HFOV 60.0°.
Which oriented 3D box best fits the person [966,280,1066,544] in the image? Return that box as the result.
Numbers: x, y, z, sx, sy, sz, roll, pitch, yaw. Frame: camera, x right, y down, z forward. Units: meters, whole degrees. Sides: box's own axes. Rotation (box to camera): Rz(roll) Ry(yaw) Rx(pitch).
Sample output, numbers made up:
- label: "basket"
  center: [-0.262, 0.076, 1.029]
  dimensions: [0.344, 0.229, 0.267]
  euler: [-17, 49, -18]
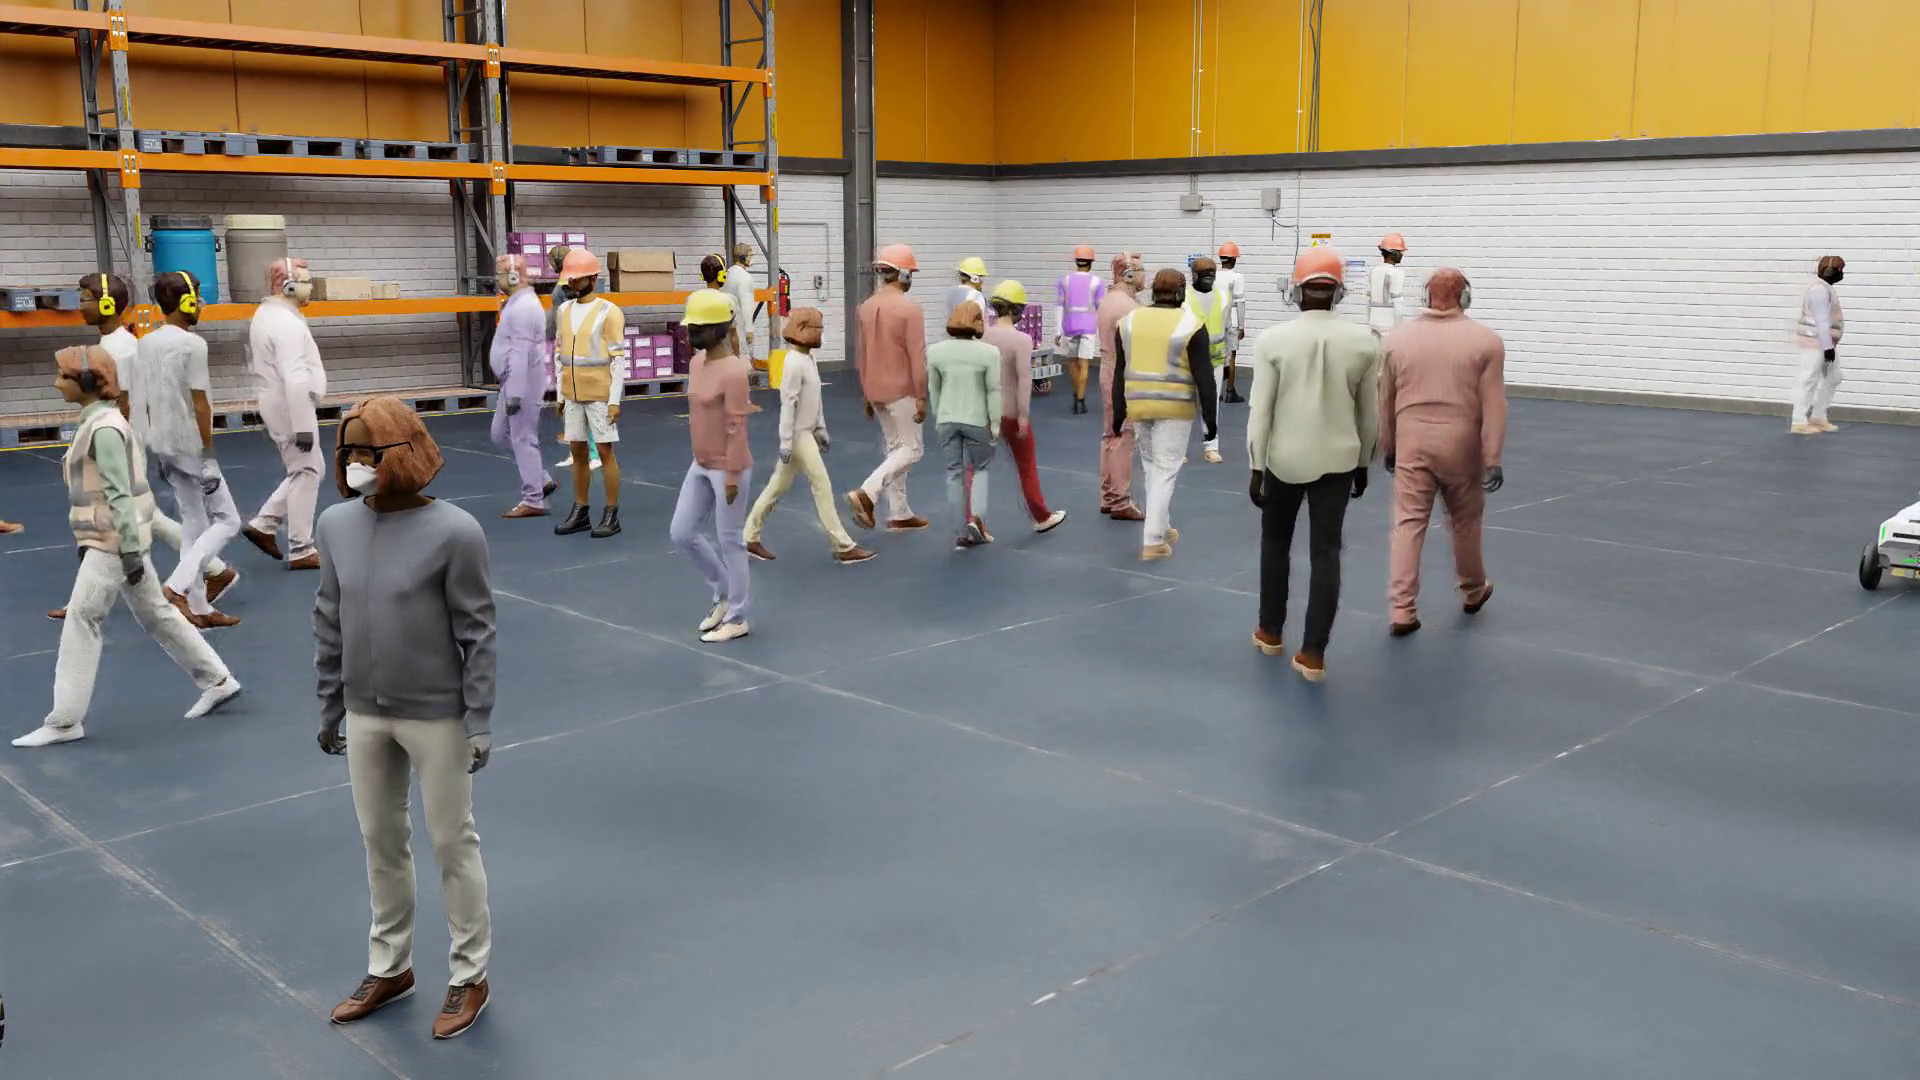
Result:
- label: "person"
  center: [0.331, -0.848, 11.019]
  dimensions: [0.537, 1.720, 0.893]
  euler: [9, 14, 41]

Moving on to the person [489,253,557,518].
- label: "person"
  center: [-3.171, -1.091, 11.916]
  dimensions: [0.434, 1.894, 0.649]
  euler: [-4, 11, -18]

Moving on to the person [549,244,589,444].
- label: "person"
  center: [-3.800, -1.900, 16.191]
  dimensions: [0.366, 1.936, 0.630]
  euler: [-2, 11, -9]

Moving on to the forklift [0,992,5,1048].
- label: "forklift"
  center: [-3.245, 0.323, 3.363]
  dimensions: [2.313, 2.155, 1.214]
  euler: [2, 11, 13]

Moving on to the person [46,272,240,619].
- label: "person"
  center: [-4.392, -0.503, 8.857]
  dimensions: [0.909, 1.841, 0.527]
  euler: [-6, 12, -28]

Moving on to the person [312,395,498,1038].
- label: "person"
  center: [-1.407, 0.448, 4.211]
  dimensions: [0.509, 1.632, 0.266]
  euler: [3, 11, 17]

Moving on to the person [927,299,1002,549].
- label: "person"
  center: [0.030, -0.737, 10.726]
  dimensions: [0.493, 1.615, 0.386]
  euler: [2, 11, 11]

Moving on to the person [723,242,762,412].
- label: "person"
  center: [-2.517, -2.434, 19.094]
  dimensions: [0.355, 1.937, 0.635]
  euler: [-5, 12, -26]

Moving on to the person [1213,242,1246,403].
- label: "person"
  center: [3.226, -2.628, 20.157]
  dimensions: [0.548, 1.938, 0.358]
  euler: [9, 14, 40]

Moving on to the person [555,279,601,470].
- label: "person"
  center: [-3.315, -1.475, 14.395]
  dimensions: [0.597, 1.765, 0.369]
  euler: [7, 13, 34]

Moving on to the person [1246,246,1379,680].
- label: "person"
  center: [1.629, -0.380, 7.822]
  dimensions: [0.642, 1.956, 0.886]
  euler: [0, 10, -1]

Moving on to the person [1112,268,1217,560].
- label: "person"
  center: [1.351, -0.805, 10.551]
  dimensions: [0.662, 1.812, 0.793]
  euler: [8, 13, 36]

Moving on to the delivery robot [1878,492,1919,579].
- label: "delivery robot"
  center: [5.537, -0.037, 9.542]
  dimensions: [0.477, 0.478, 0.707]
  euler: [9, 14, 41]

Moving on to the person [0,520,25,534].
- label: "person"
  center: [-6.697, -0.927, 10.937]
  dimensions: [0.753, 1.922, 0.613]
  euler: [-9, 13, -39]

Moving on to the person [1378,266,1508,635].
- label: "person"
  center: [2.504, -0.472, 8.617]
  dimensions: [0.682, 1.855, 0.988]
  euler: [6, 12, 29]

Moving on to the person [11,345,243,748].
- label: "person"
  center: [-3.398, 0.001, 6.748]
  dimensions: [0.853, 1.599, 0.532]
  euler: [-6, 12, -29]

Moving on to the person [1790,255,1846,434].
- label: "person"
  center: [8.787, -1.966, 16.887]
  dimensions: [0.570, 1.822, 0.630]
  euler: [7, 12, 33]

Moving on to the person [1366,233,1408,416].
- label: "person"
  center: [4.747, -2.370, 18.458]
  dimensions: [0.393, 2.044, 0.609]
  euler: [-3, 11, -17]

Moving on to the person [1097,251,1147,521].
- label: "person"
  center: [1.198, -1.098, 11.909]
  dimensions: [0.399, 1.906, 0.667]
  euler: [-1, 10, -8]

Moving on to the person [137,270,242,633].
- label: "person"
  center: [-3.921, -0.428, 8.399]
  dimensions: [0.546, 1.848, 0.445]
  euler: [6, 12, 29]

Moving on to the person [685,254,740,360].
- label: "person"
  center: [-1.998, -1.400, 13.640]
  dimensions: [0.517, 1.874, 0.328]
  euler: [5, 11, 24]

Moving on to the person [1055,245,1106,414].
- label: "person"
  center: [1.427, -2.414, 19.080]
  dimensions: [0.584, 1.900, 0.883]
  euler: [3, 11, 18]

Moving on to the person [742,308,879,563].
- label: "person"
  center: [-0.983, -0.637, 10.266]
  dimensions: [0.906, 1.585, 0.512]
  euler: [1, 10, 4]

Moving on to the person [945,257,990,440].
- label: "person"
  center: [0.093, -1.874, 16.400]
  dimensions: [0.426, 1.811, 0.587]
  euler: [-9, 13, -39]

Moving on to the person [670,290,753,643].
- label: "person"
  center: [-1.225, -0.355, 8.246]
  dimensions: [0.368, 1.751, 0.552]
  euler: [-8, 13, -36]

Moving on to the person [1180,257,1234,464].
- label: "person"
  center: [2.135, -1.583, 14.769]
  dimensions: [0.626, 1.836, 0.431]
  euler: [-2, 11, -13]

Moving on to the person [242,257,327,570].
- label: "person"
  center: [-4.023, -0.745, 10.011]
  dimensions: [0.467, 1.888, 0.671]
  euler: [-7, 12, -32]

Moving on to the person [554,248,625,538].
- label: "person"
  center: [-2.507, -0.980, 11.175]
  dimensions: [0.542, 1.936, 0.364]
  euler: [5, 12, 25]

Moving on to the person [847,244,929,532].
- label: "person"
  center: [-0.500, -0.993, 11.160]
  dimensions: [0.671, 1.967, 0.626]
  euler: [-9, 14, -41]
